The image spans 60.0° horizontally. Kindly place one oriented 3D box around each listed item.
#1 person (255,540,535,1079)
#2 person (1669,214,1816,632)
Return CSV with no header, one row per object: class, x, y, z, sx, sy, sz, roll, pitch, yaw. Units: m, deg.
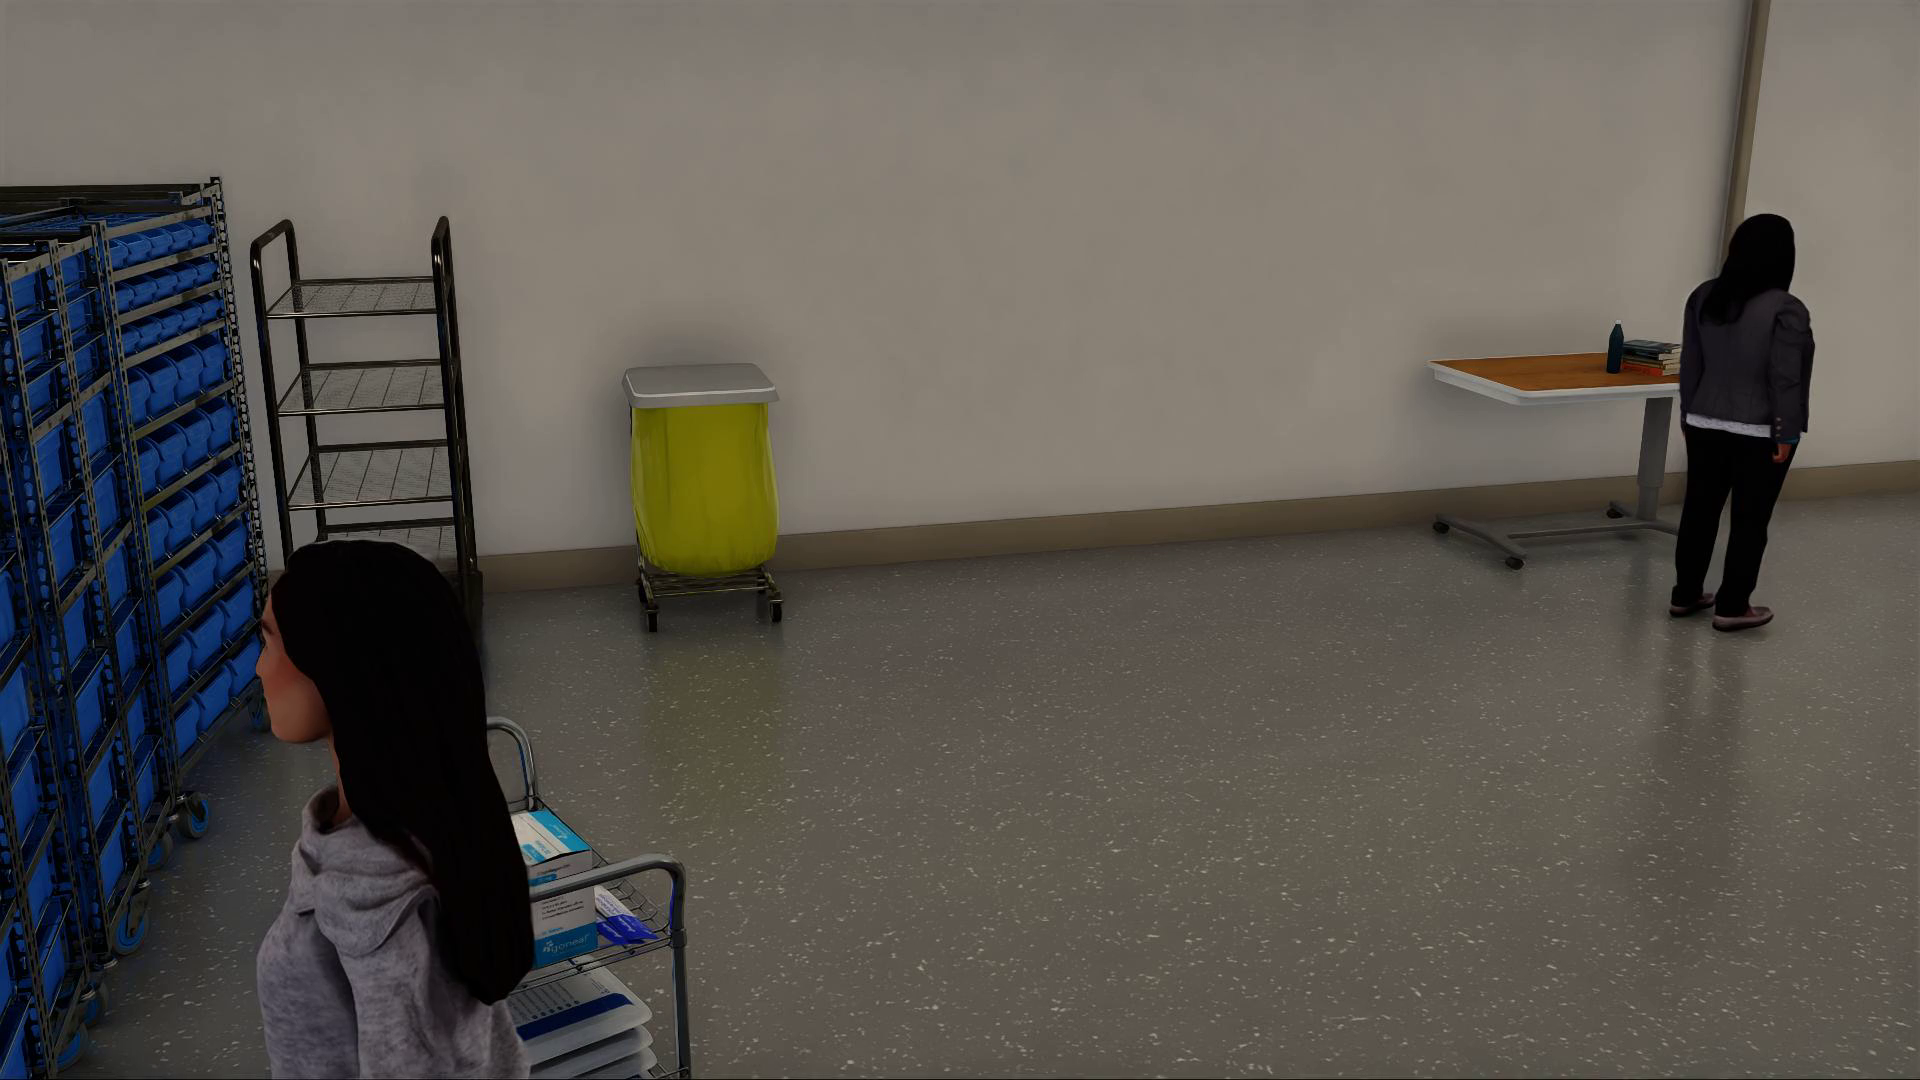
person,-0.619,0.780,1.999,0.534,1.631,0.624,-3,16,-9
person,3.001,-0.447,6.410,0.734,1.599,0.734,-9,18,-28
